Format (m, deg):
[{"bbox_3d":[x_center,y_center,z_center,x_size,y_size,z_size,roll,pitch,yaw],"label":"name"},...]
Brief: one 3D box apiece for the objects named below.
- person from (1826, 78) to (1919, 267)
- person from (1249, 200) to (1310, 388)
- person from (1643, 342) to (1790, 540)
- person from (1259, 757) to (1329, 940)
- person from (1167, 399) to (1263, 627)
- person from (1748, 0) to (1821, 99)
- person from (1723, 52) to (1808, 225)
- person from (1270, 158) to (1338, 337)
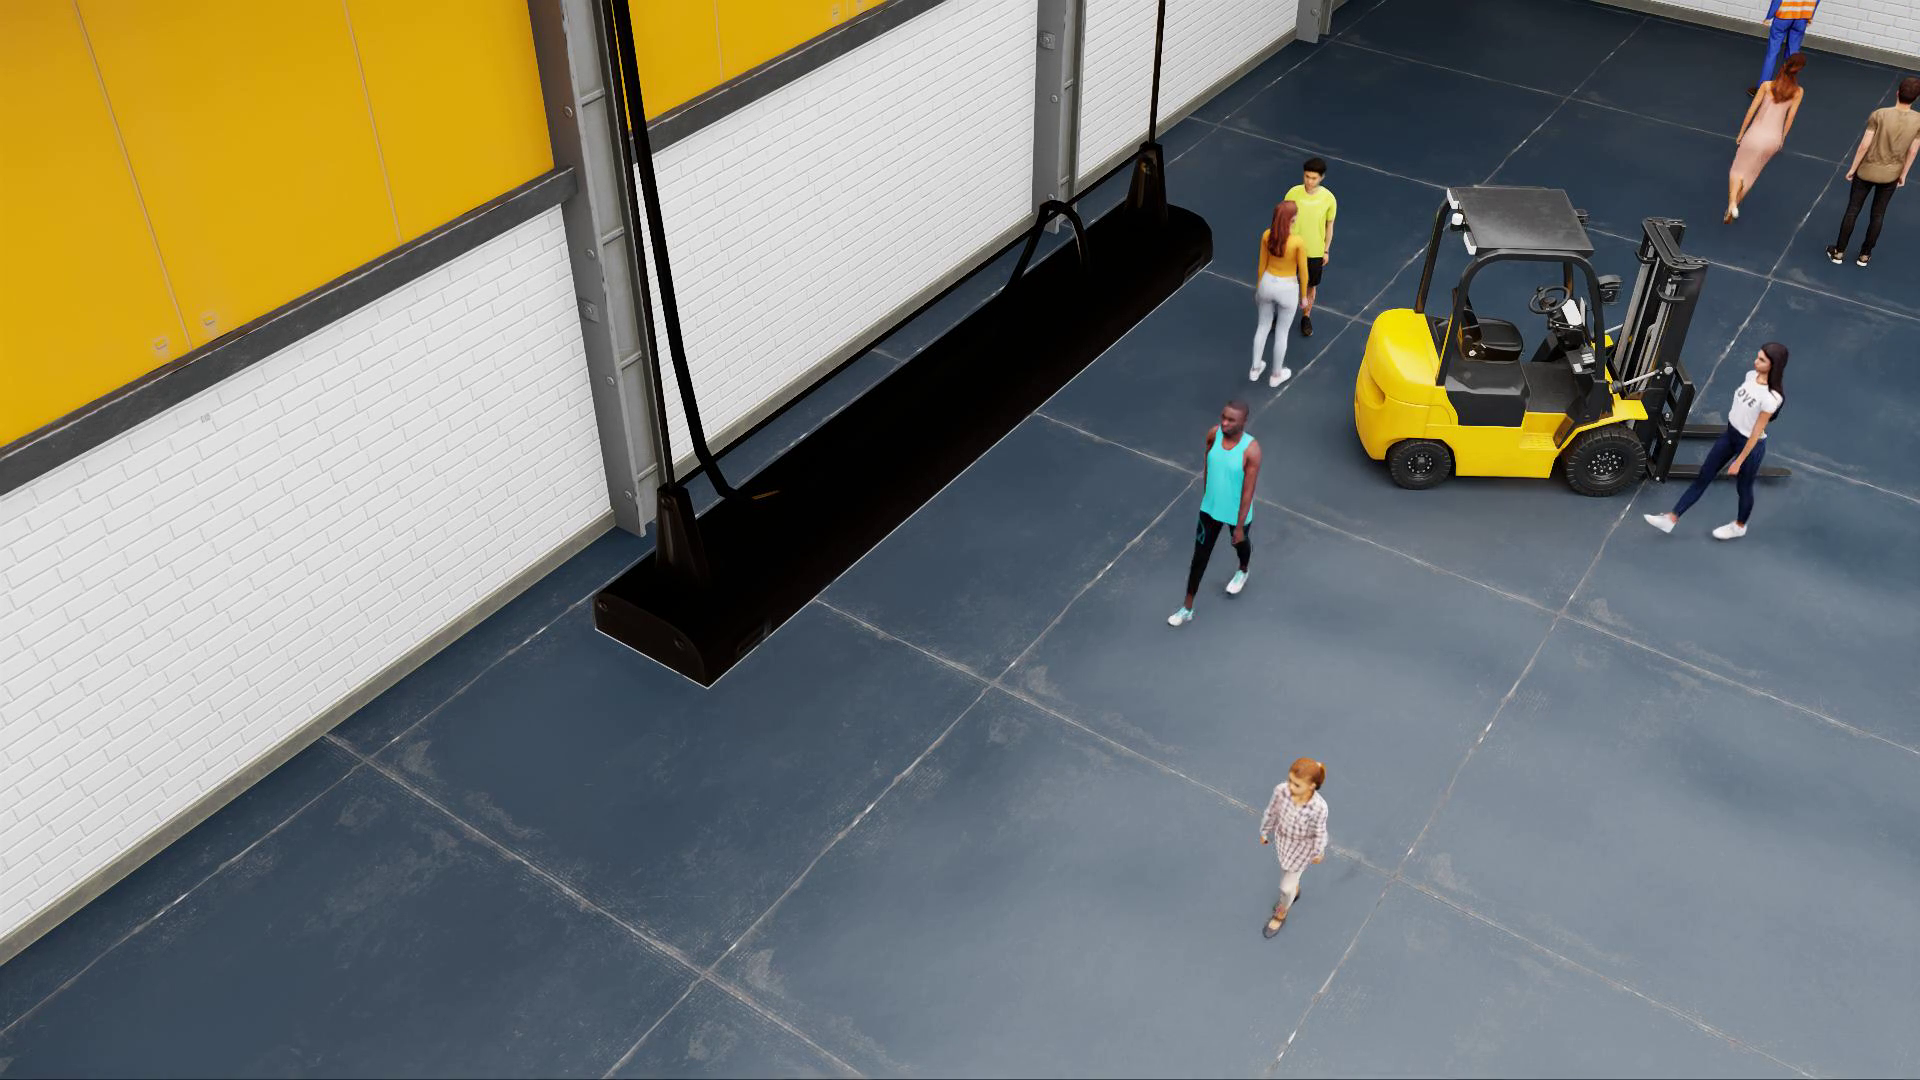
[{"bbox_3d":[8.719,-3.494,15.783,0.735,1.851,0.674,11,40,14],"label":"person"},{"bbox_3d":[2.698,-2.081,14.095,0.594,1.751,0.568,22,43,25],"label":"person"},{"bbox_3d":[5.902,-0.689,12.358,1.094,1.743,1.071,-3,39,-4],"label":"person"},{"bbox_3d":[1.999,1.714,9.710,0.699,1.293,0.600,-31,48,-33],"label":"person"},{"bbox_3d":[1.958,-0.247,11.783,0.710,1.769,1.183,28,46,31],"label":"person"},{"bbox_3d":[9.377,-5.892,18.778,0.794,1.862,0.805,1,39,2],"label":"person"},{"bbox_3d":[7.847,-3.859,16.277,0.704,1.807,0.882,13,40,16],"label":"person"},{"bbox_3d":[3.065,-2.627,14.813,0.688,1.707,0.639,10,40,12],"label":"person"}]
